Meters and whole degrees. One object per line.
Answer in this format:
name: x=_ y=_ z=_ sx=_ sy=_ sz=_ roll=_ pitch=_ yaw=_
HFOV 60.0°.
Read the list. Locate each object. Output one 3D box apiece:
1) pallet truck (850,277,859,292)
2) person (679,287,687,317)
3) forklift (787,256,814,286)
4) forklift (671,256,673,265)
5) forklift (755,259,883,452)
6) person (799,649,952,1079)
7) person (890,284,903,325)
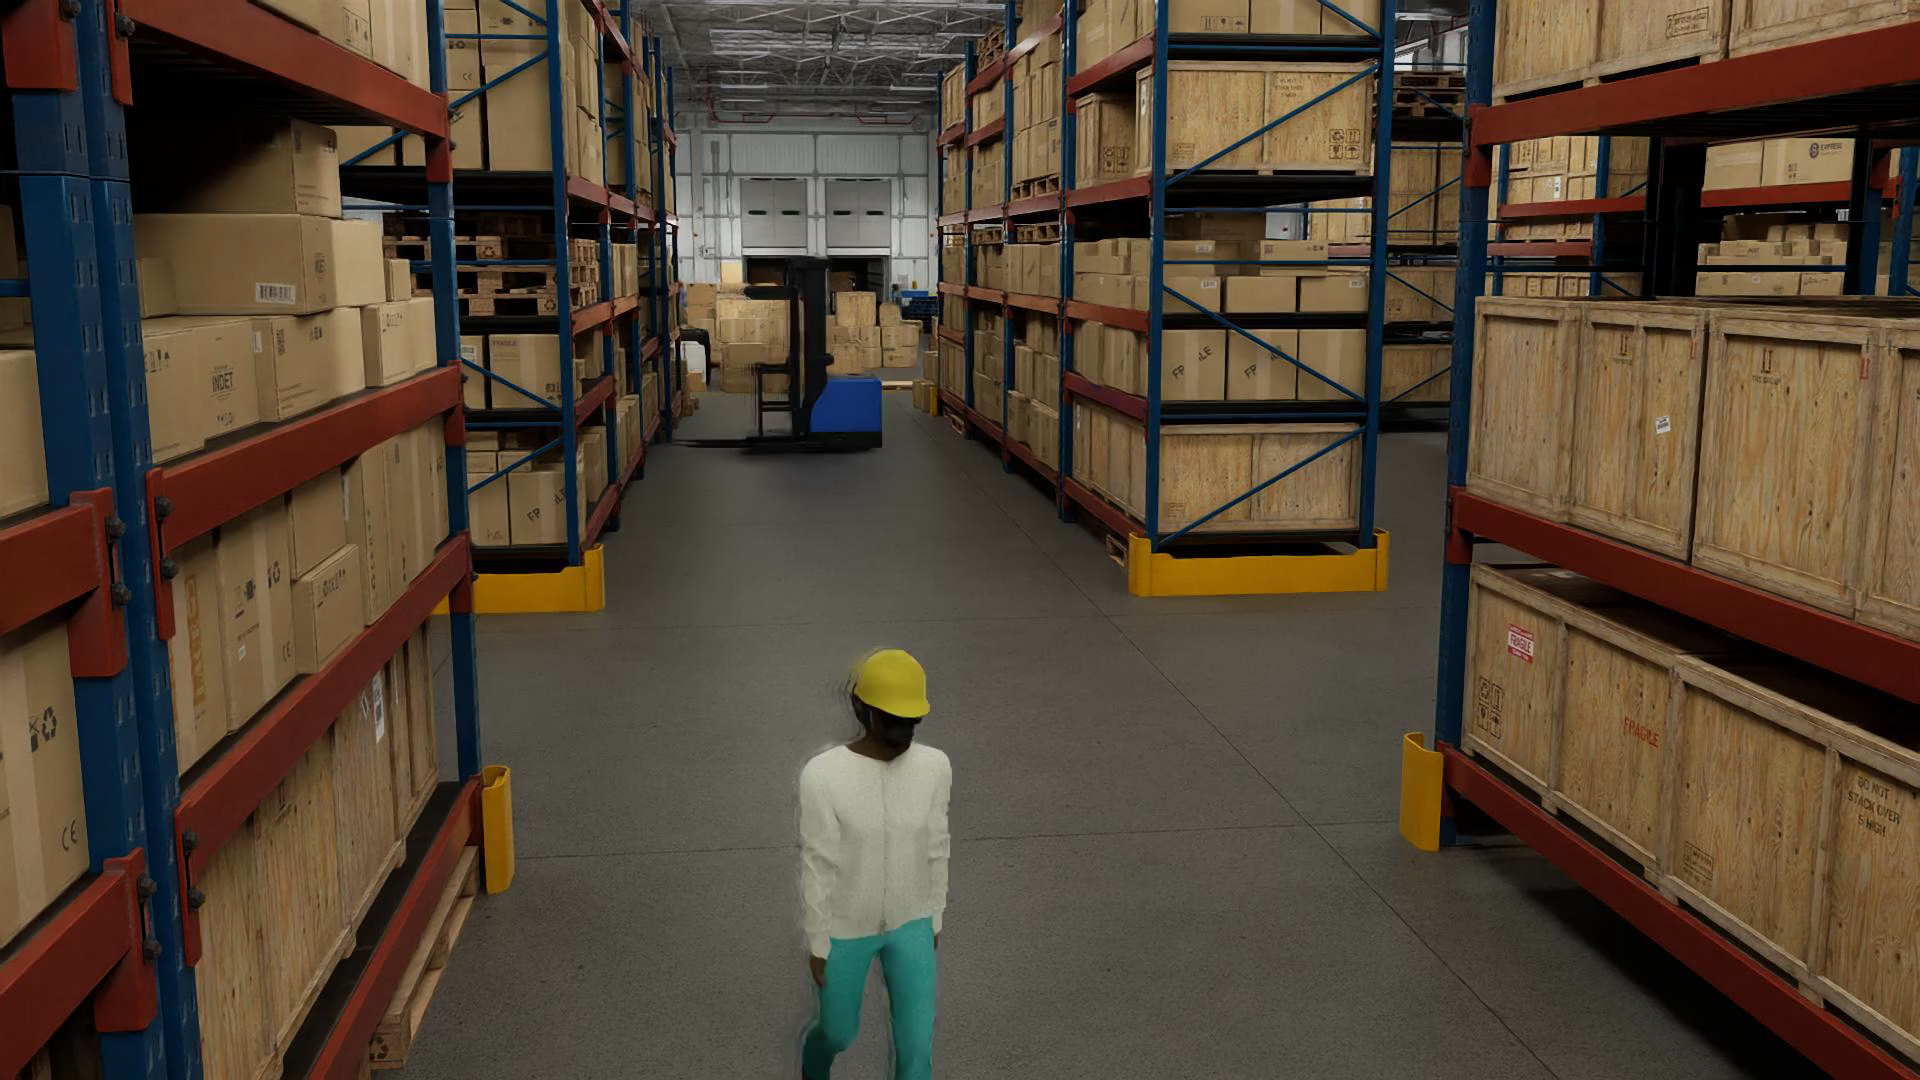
pallet truck: x=-3.782 y=-9.391 z=65.808 sx=1.885 sy=1.965 sz=0.823 roll=2 pitch=10 yaw=10
person: x=-11.444 y=-9.793 z=68.568 sx=0.973 sy=1.875 sz=0.558 roll=-7 pitch=12 yaw=-34
forklift: x=-5.659 y=-8.722 z=59.345 sx=1.129 sy=2.768 sz=1.873 roll=-6 pitch=12 yaw=-33
forklift: x=-10.987 y=-9.066 z=61.344 sx=1.129 sy=2.768 sz=1.873 roll=-1 pitch=10 yaw=-7
forklift: x=-2.114 y=-2.746 z=24.551 sx=1.873 sy=2.768 sz=1.129 roll=-1 pitch=10 yaw=-7
person: x=-0.284 y=1.153 z=5.172 sx=0.516 sy=1.734 sz=0.767 roll=-4 pitch=11 yaw=-23
person: x=-2.267 y=-7.778 z=56.695 sx=0.978 sy=1.889 sz=0.651 roll=2 pitch=10 yaw=12
